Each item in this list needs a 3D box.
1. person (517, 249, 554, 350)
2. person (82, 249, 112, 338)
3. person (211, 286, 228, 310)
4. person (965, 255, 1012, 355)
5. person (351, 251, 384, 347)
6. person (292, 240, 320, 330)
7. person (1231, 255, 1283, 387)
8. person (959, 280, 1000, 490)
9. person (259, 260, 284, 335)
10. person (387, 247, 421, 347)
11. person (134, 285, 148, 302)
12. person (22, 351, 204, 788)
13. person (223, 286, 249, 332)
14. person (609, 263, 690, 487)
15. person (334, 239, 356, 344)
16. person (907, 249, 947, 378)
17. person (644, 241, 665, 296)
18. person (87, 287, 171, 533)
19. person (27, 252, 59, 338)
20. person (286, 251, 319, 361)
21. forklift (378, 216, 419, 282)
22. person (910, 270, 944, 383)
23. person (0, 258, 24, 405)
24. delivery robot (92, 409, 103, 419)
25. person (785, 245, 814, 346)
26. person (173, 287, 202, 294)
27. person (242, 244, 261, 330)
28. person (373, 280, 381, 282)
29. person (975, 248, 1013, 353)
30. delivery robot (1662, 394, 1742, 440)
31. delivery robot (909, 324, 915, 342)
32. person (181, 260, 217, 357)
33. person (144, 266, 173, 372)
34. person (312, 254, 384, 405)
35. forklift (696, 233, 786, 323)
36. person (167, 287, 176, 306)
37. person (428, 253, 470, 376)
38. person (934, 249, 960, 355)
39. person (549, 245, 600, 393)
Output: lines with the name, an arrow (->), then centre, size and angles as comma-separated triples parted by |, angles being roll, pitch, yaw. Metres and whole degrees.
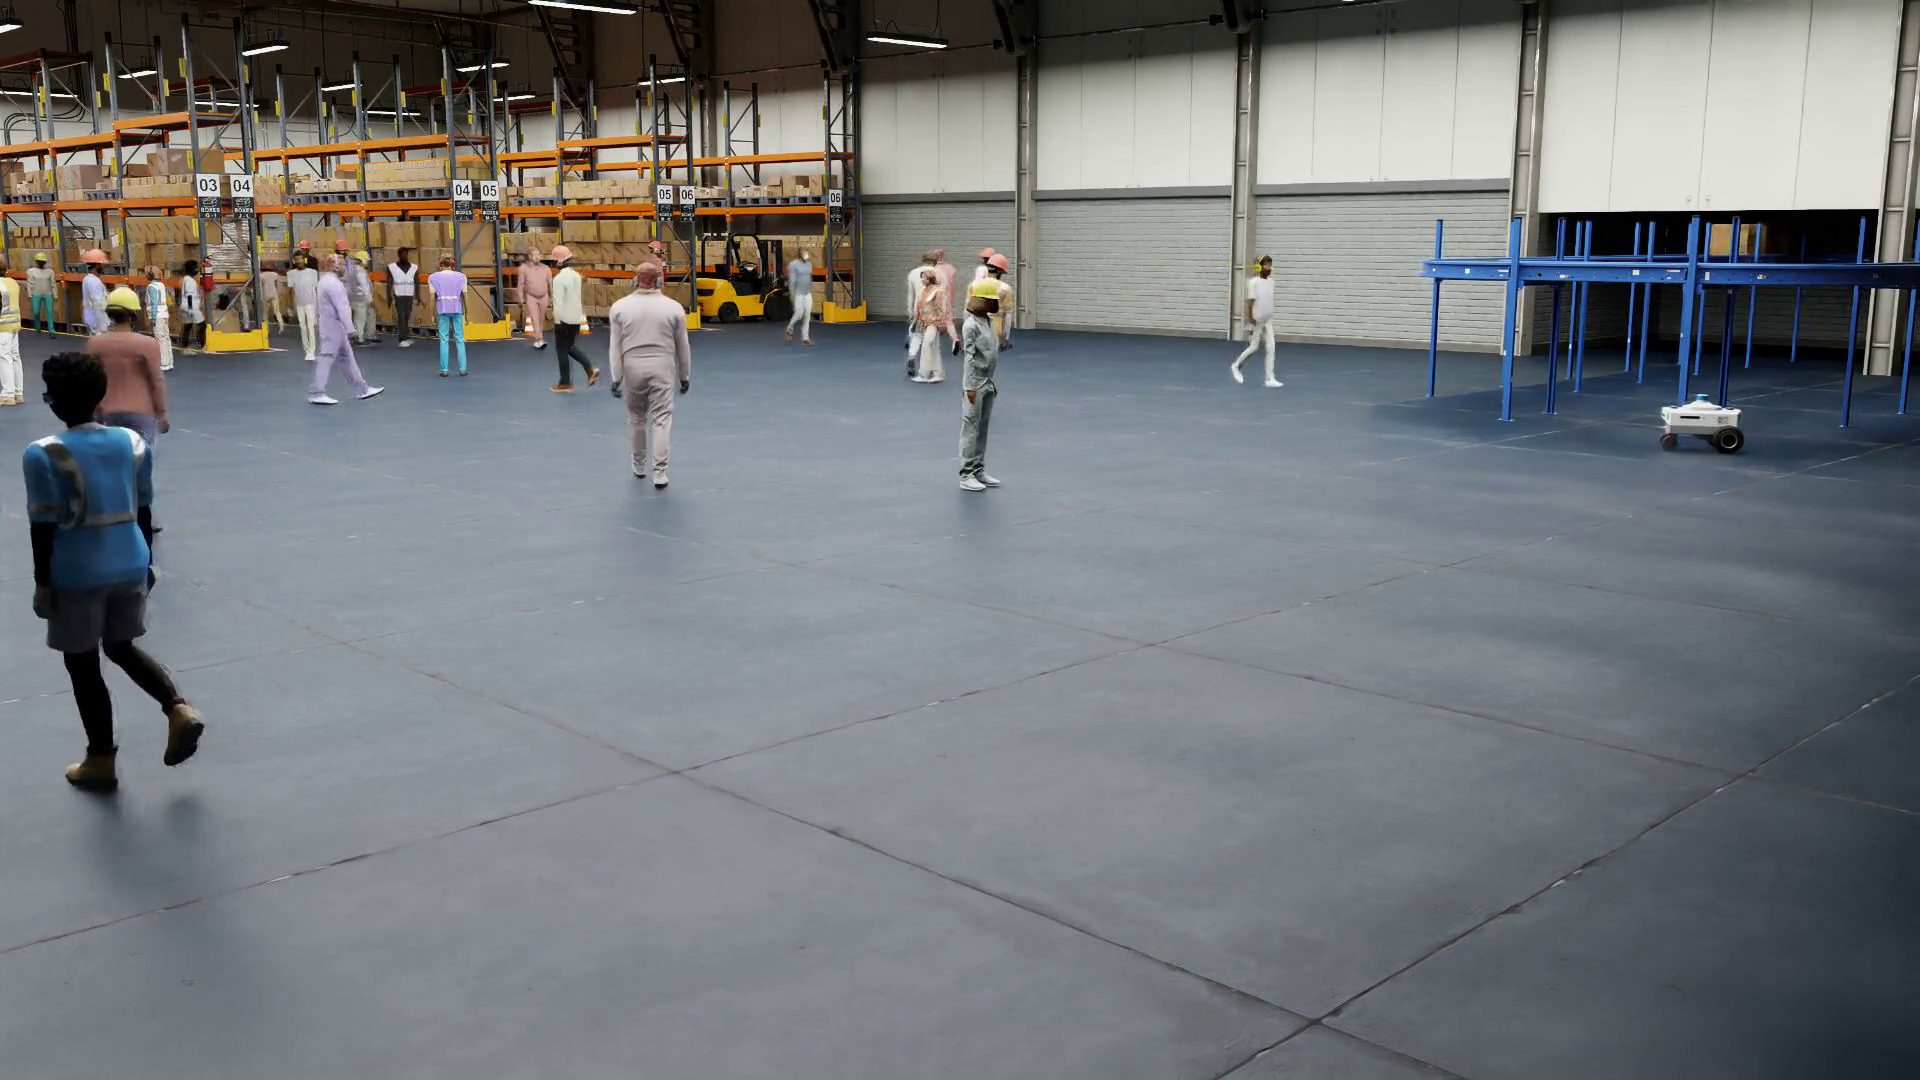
person -> -7.826, -4.468, 30.886 | 0.669, 1.850, 0.980 | -7, 12, -33
person -> -11.242, -2.806, 21.694 | 0.525, 1.942, 0.556 | -7, 13, -35
person -> -17.888, -6.231, 40.372 | 0.555, 1.902, 0.589 | 10, 14, 42
person -> 0.352, -2.517, 20.218 | 0.576, 1.869, 0.861 | 3, 11, 18
person -> -11.274, -4.593, 31.708 | 0.682, 1.810, 0.596 | -4, 11, -22
person -> -14.656, -5.716, 37.320 | 0.609, 1.995, 0.375 | -10, 14, -43
person -> 4.221, -3.107, 23.536 | 0.521, 1.842, 0.849 | -7, 13, -35
person -> 0.187, -1.303, 13.947 | 0.322, 1.741, 0.490 | 5, 12, 26
person -> -14.696, -5.170, 35.423 | 0.494, 1.599, 0.832 | -9, 14, -40
person -> -10.474, -4.578, 31.452 | 0.587, 1.869, 0.954 | -9, 14, -41
person -> -20.006, -6.173, 40.880 | 0.508, 1.613, 0.678 | -6, 12, -30
person -> -3.236, 0.128, 6.319 | 0.469, 1.684, 0.534 | 4, 11, 22
person -> -15.918, -5.500, 36.533 | 0.599, 1.857, 1.015 | -9, 14, -39
person -> -2.642, -1.419, 14.236 | 0.668, 1.866, 0.930 | -1, 10, -7
person -> -11.977, -4.828, 32.397 | 0.410, 2.029, 0.621 | 4, 11, 22
person -> -0.515, -3.366, 24.733 | 0.638, 1.919, 0.815 | 4, 11, 21
person -> -6.479, -5.363, 35.422 | 0.611, 1.985, 0.393 | 10, 14, 43
person -> -5.851, -0.890, 11.689 | 0.525, 1.755, 0.458 | 1, 10, 4
person -> -18.982, -5.067, 34.424 | 0.555, 1.763, 0.365 | -8, 13, -37
person -> -11.030, -3.921, 27.936 | 0.560, 1.841, 0.756 | -2, 11, -11
forklift -> -17.868, -9.201, 54.028 | 1.873, 2.768, 1.129 | -10, 14, -44
person -> -0.527, -3.037, 23.741 | 0.725, 1.611, 0.539 | -6, 12, -28
person -> -12.054, -2.631, 20.913 | 0.429, 1.846, 0.626 | -1, 10, -6
delivery robot -> -9.376, -1.547, 18.378 | 0.707, 0.478, 0.477 | 7, 13, 34
person -> -3.088, -4.718, 32.075 | 0.535, 1.922, 0.645 | 8, 13, 38
person -> -18.279, -6.037, 39.255 | 0.633, 1.920, 0.794 | -9, 13, -39
person -> -15.940, -5.719, 37.213 | 0.615, 2.038, 0.395 | -5, 11, -25
person -> -14.503, -6.253, 40.788 | 0.620, 1.809, 0.935 | -10, 14, -42
person -> 0.493, -4.273, 29.767 | 1.023, 1.879, 0.574 | -5, 12, -26
delivery robot -> 7.342, -1.198, 16.478 | 0.707, 0.478, 0.477 | 3, 11, 16
delivery robot -> -0.793, -3.932, 31.386 | 0.477, 0.478, 0.707 | 0, 10, -2
person -> -13.374, -4.055, 29.150 | 0.674, 1.673, 0.552 | -6, 12, -30
person -> -12.517, -3.455, 25.962 | 0.311, 1.638, 0.523 | -2, 11, -8
person -> -7.775, -2.652, 20.966 | 0.953, 1.862, 0.657 | -5, 12, -26
forklift -> -5.496, -6.489, 41.108 | 2.313, 2.155, 1.214 | -10, 14, -44
person -> -18.999, -6.158, 40.194 | 1.000, 1.838, 0.589 | 8, 13, 38
person -> -7.700, -3.402, 25.105 | 0.570, 1.845, 0.380 | -4, 11, -23
person -> -0.318, -4.198, 29.370 | 0.635, 1.877, 0.840 | -5, 12, -25
person -> -5.267, -2.987, 22.494 | 0.571, 1.973, 0.631 | 3, 11, 18
